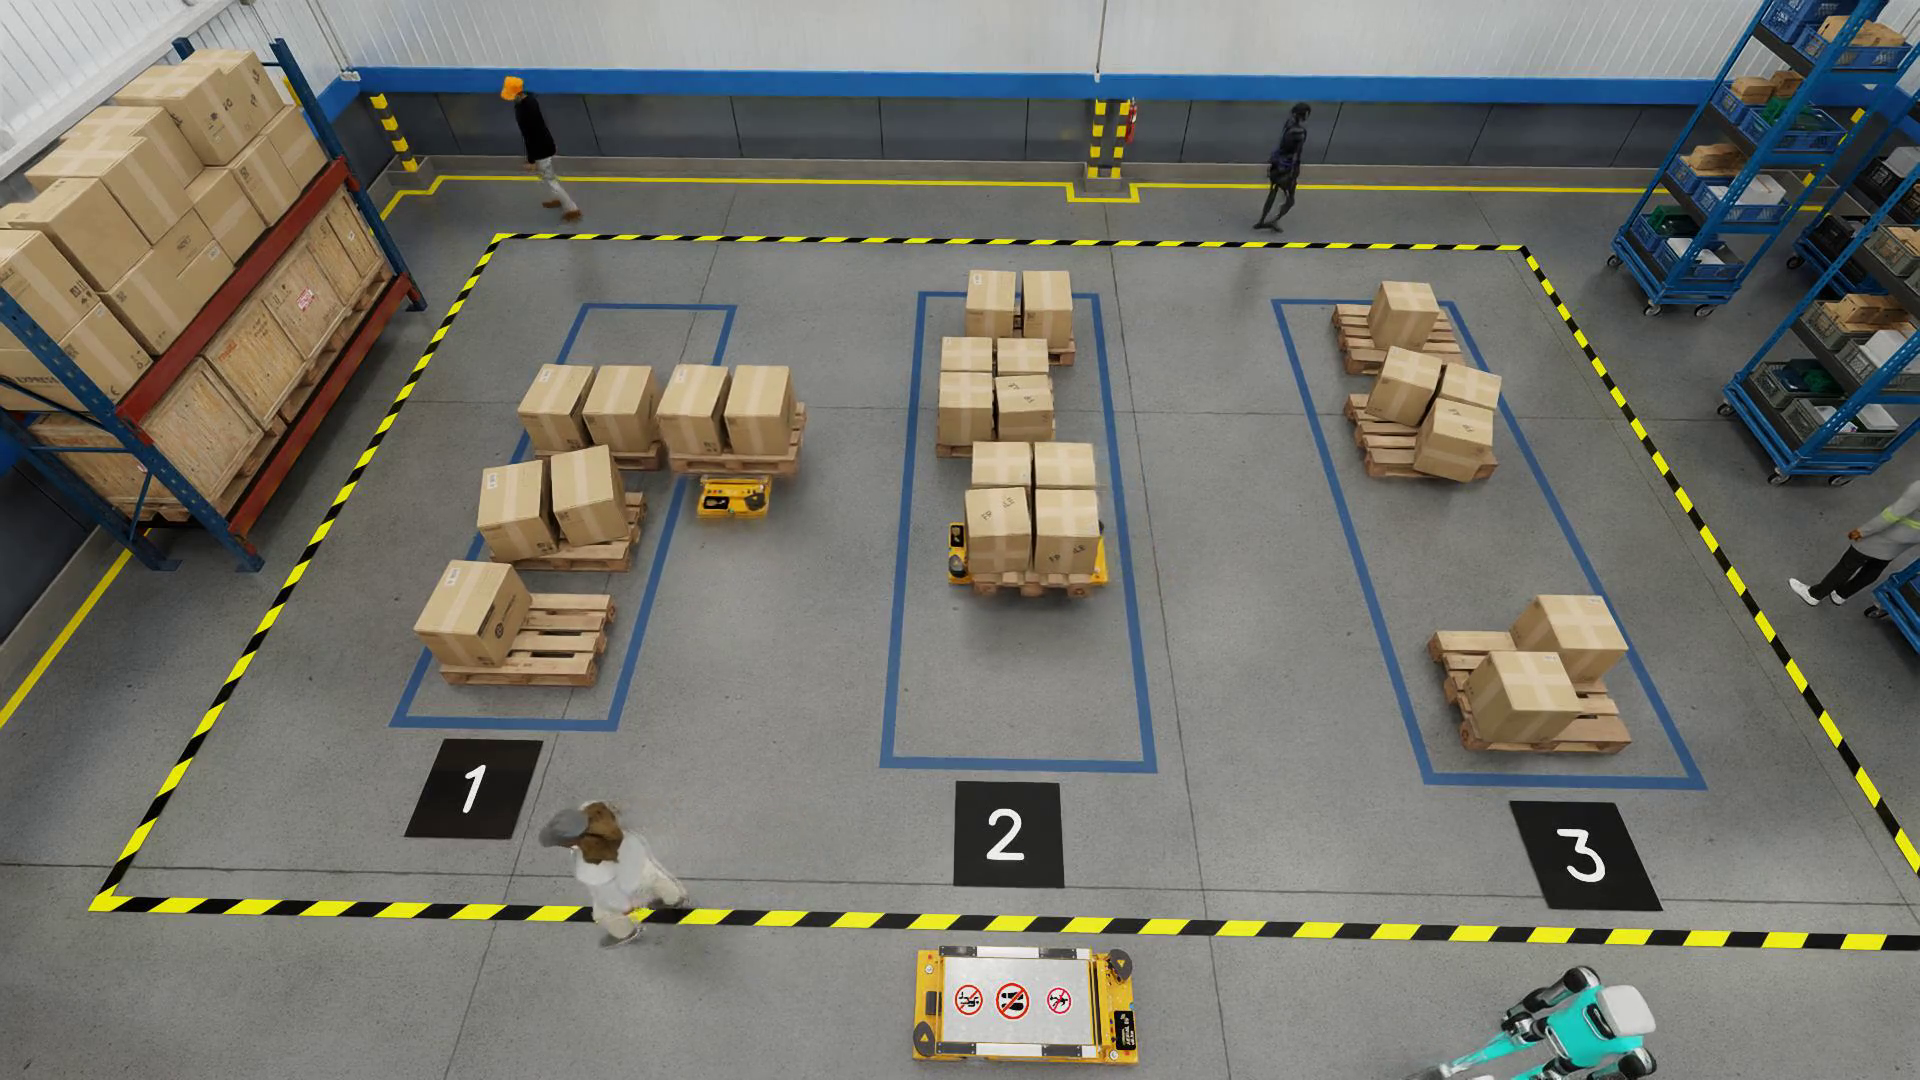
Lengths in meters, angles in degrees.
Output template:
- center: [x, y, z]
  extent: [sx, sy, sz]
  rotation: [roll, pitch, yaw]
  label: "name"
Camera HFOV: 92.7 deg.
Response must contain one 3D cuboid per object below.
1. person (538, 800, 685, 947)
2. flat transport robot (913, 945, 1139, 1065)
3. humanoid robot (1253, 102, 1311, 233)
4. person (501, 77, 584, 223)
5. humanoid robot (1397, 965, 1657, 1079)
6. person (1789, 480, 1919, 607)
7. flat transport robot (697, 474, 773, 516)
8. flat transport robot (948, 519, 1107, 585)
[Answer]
- center: [-2.266, 2.117, 5.810]
  extent: [0.718, 1.743, 0.574]
  rotation: [-8, 51, -6]
  label: "person"
- center: [0.422, 3.041, 6.007]
  extent: [1.431, 0.231, 0.659]
  rotation: [1, 51, 1]
  label: "flat transport robot"
- center: [4.010, -4.583, 11.313]
  extent: [0.365, 1.653, 0.583]
  rotation: [-8, 51, -6]
  label: "humanoid robot"
- center: [-5.253, -4.914, 11.478]
  extent: [0.521, 1.844, 0.648]
  rotation: [-8, 51, -6]
  label: "person"
- center: [3.023, 2.960, 5.158]
  extent: [0.903, 1.825, 0.553]
  rotation: [-11, 52, -9]
  label: "humanoid robot"
- center: [7.703, -0.099, 7.545]
  extent: [0.596, 1.851, 0.380]
  rotation: [0, 51, 0]
  label: "person"
- center: [-2.168, -0.843, 9.155]
  extent: [0.652, 0.197, 1.431]
  rotation: [1, 51, 1]
  label: "flat transport robot"
- center: [0.611, 0.089, 8.395]
  extent: [1.431, 0.197, 0.652]
  rotation: [1, 51, 1]
  label: "flat transport robot"
